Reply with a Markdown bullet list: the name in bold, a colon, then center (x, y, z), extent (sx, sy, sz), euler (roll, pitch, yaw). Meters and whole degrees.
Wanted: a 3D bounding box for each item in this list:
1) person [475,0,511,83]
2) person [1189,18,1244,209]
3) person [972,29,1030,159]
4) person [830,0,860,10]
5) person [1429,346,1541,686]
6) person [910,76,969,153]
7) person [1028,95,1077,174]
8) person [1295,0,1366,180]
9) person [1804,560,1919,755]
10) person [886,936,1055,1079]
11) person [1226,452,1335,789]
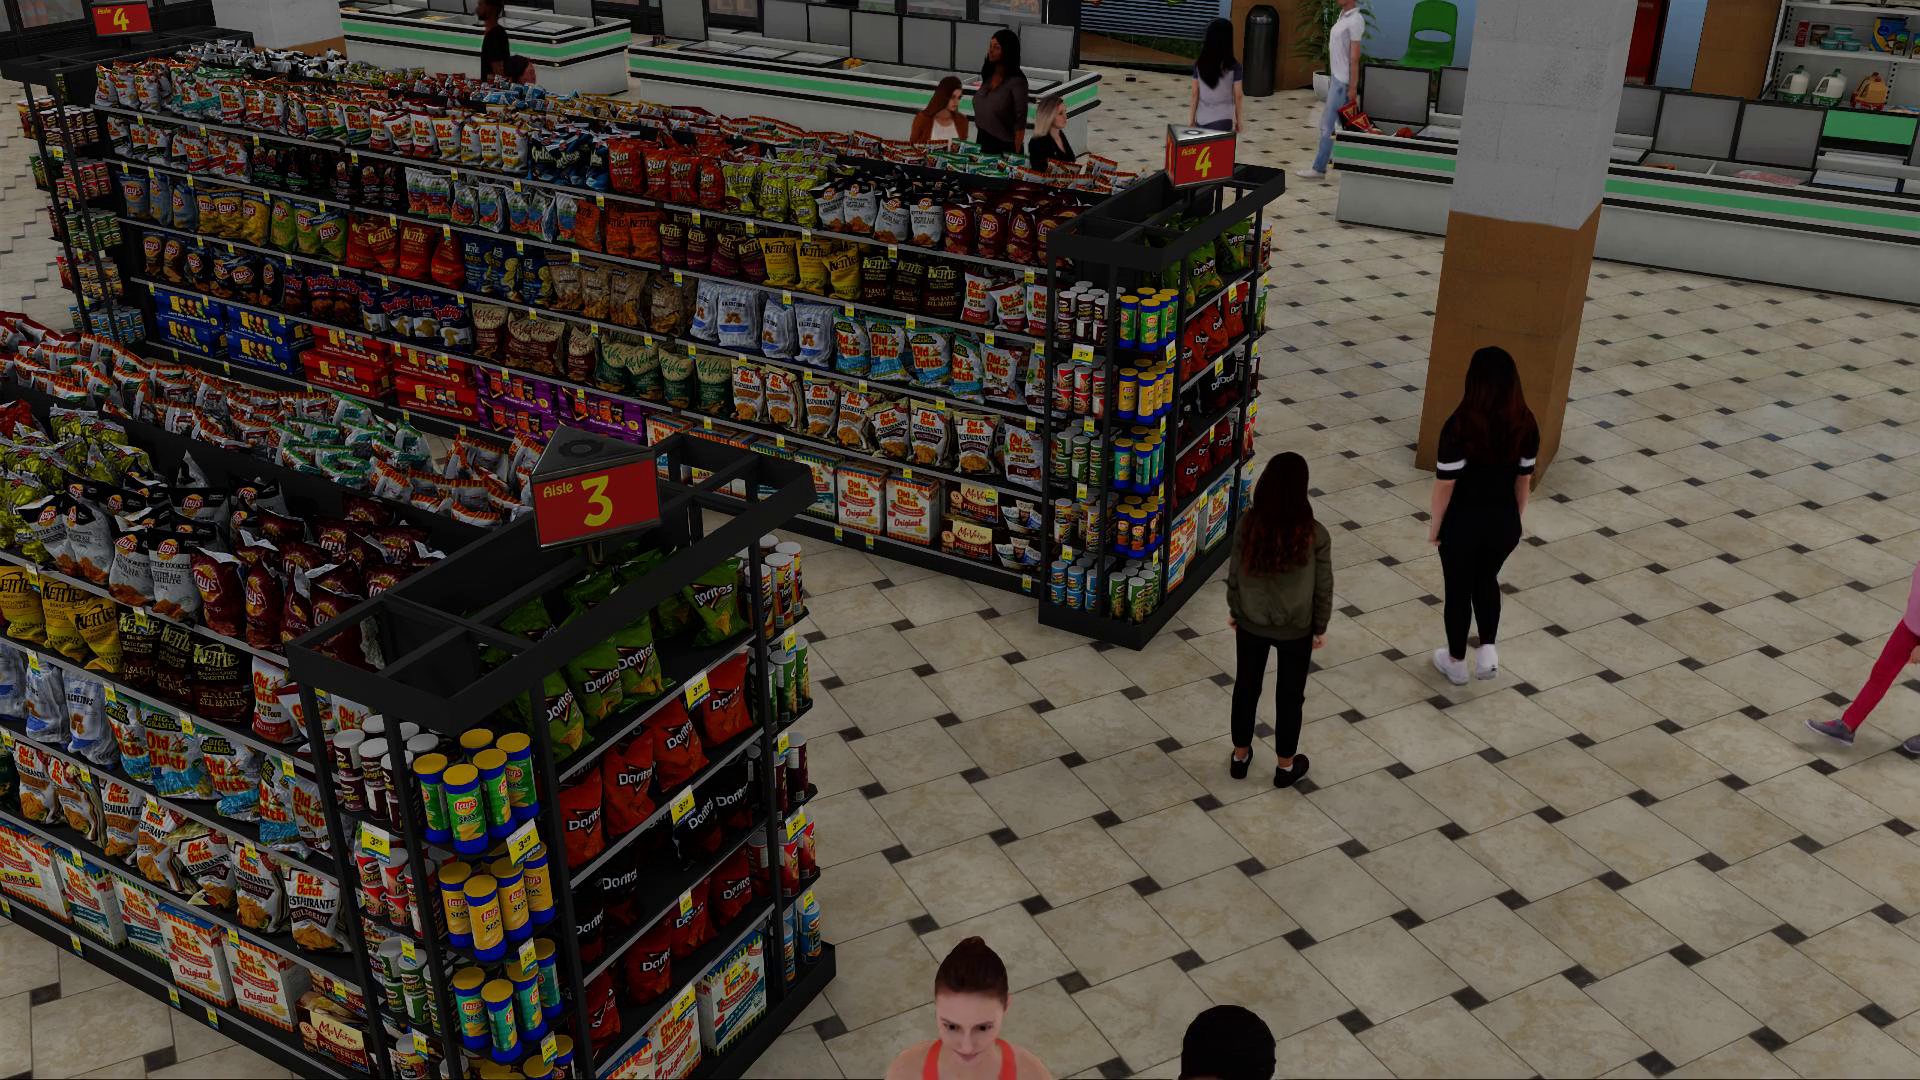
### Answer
- **person**: center (-4.097, -3.942, 14.842), extent (0.746, 1.804, 0.711), euler (-4, 27, -8)
- **person**: center (2.145, -3.540, 14.197), extent (1.047, 1.671, 0.718), euler (18, 32, 31)
- **person**: center (0.326, -3.068, 13.077), extent (0.781, 1.842, 0.651), euler (-21, 34, -35)
- **person**: center (-1.377, -5.778, 18.634), extent (0.844, 1.649, 0.695), euler (16, 31, 28)
- **person**: center (2.323, -0.041, 7.345), extent (0.821, 1.628, 0.865), euler (-2, 27, -4)
- **person**: center (-0.214, -2.614, 12.362), extent (0.800, 1.679, 0.857), euler (-9, 28, -18)
- **person**: center (0.537, -2.280, 11.711), extent (0.694, 1.671, 0.623), euler (14, 30, 25)
- **person**: center (3.648, -4.245, 15.412), extent (1.234, 1.829, 1.018), euler (1, 27, 1)
- **person**: center (4.123, 0.370, 6.957), extent (0.949, 1.245, 0.775), euler (0, 27, -1)
- **person**: center (0.045, 1.625, 3.972), extent (1.144, 1.706, 0.985), euler (1, 27, 2)
- **person**: center (1.284, 0.334, 6.772), extent (0.467, 1.476, 0.654), euler (12, 29, 22)
